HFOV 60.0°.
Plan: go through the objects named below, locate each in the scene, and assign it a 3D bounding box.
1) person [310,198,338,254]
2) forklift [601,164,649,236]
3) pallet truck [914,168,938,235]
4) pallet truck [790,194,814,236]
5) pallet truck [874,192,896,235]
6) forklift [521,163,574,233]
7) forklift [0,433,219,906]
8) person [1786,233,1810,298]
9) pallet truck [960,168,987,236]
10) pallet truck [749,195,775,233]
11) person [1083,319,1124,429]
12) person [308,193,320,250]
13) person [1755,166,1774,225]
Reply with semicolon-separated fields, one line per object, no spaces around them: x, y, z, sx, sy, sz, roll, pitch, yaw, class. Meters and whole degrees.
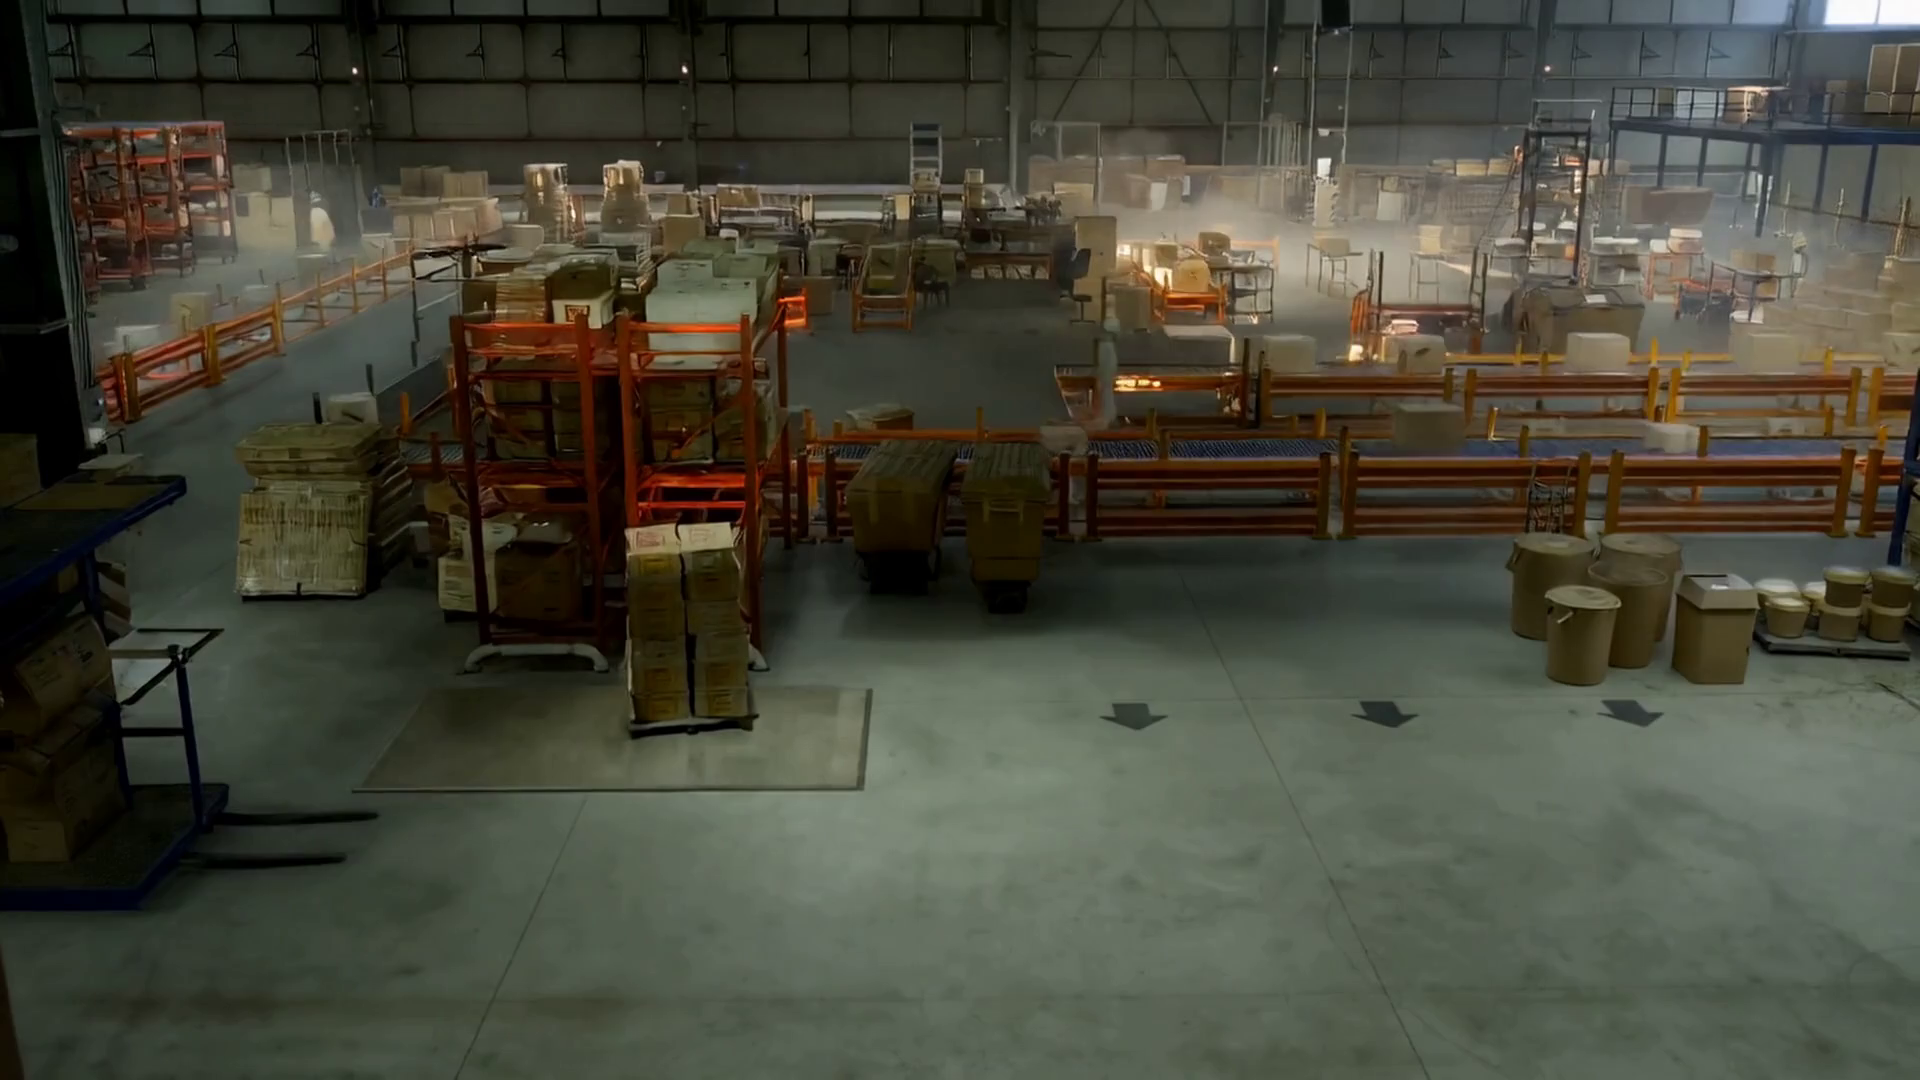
-15.378;-7.349;40.429;0.923;1.869;0.651;-14;21;-41;person
-9.948;-10.127;49.296;1.157;1.987;2.680;-1;16;-3;forklift
-0.989;-10.316;50.507;0.823;1.965;1.885;1;16;3;pallet truck
-4.814;-9.883;50.259;0.704;1.261;1.522;-1;16;-3;pallet truck
-2.277;-9.986;50.594;0.653;1.274;1.630;0;16;-1;pallet truck
-12.233;-10.122;49.298;1.157;1.987;2.680;0;16;-1;forklift
-5.952;0.780;10.366;1.873;2.768;1.129;0;16;-1;forklift
15.368;-4.618;30.627;0.378;2.040;0.607;12;20;35;person
0.383;-10.230;50.206;0.823;1.965;1.885;-1;16;-3;pallet truck
-6.051;-9.967;50.660;0.680;1.201;1.601;0;16;-1;pallet truck
1.925;-2.117;22.472;0.580;1.747;0.539;4;17;14;person
-16.439;-7.940;42.541;0.404;1.833;0.590;-2;16;-7;person
25.746;-11.016;53.158;0.567;1.879;0.353;-8;18;-25;person
